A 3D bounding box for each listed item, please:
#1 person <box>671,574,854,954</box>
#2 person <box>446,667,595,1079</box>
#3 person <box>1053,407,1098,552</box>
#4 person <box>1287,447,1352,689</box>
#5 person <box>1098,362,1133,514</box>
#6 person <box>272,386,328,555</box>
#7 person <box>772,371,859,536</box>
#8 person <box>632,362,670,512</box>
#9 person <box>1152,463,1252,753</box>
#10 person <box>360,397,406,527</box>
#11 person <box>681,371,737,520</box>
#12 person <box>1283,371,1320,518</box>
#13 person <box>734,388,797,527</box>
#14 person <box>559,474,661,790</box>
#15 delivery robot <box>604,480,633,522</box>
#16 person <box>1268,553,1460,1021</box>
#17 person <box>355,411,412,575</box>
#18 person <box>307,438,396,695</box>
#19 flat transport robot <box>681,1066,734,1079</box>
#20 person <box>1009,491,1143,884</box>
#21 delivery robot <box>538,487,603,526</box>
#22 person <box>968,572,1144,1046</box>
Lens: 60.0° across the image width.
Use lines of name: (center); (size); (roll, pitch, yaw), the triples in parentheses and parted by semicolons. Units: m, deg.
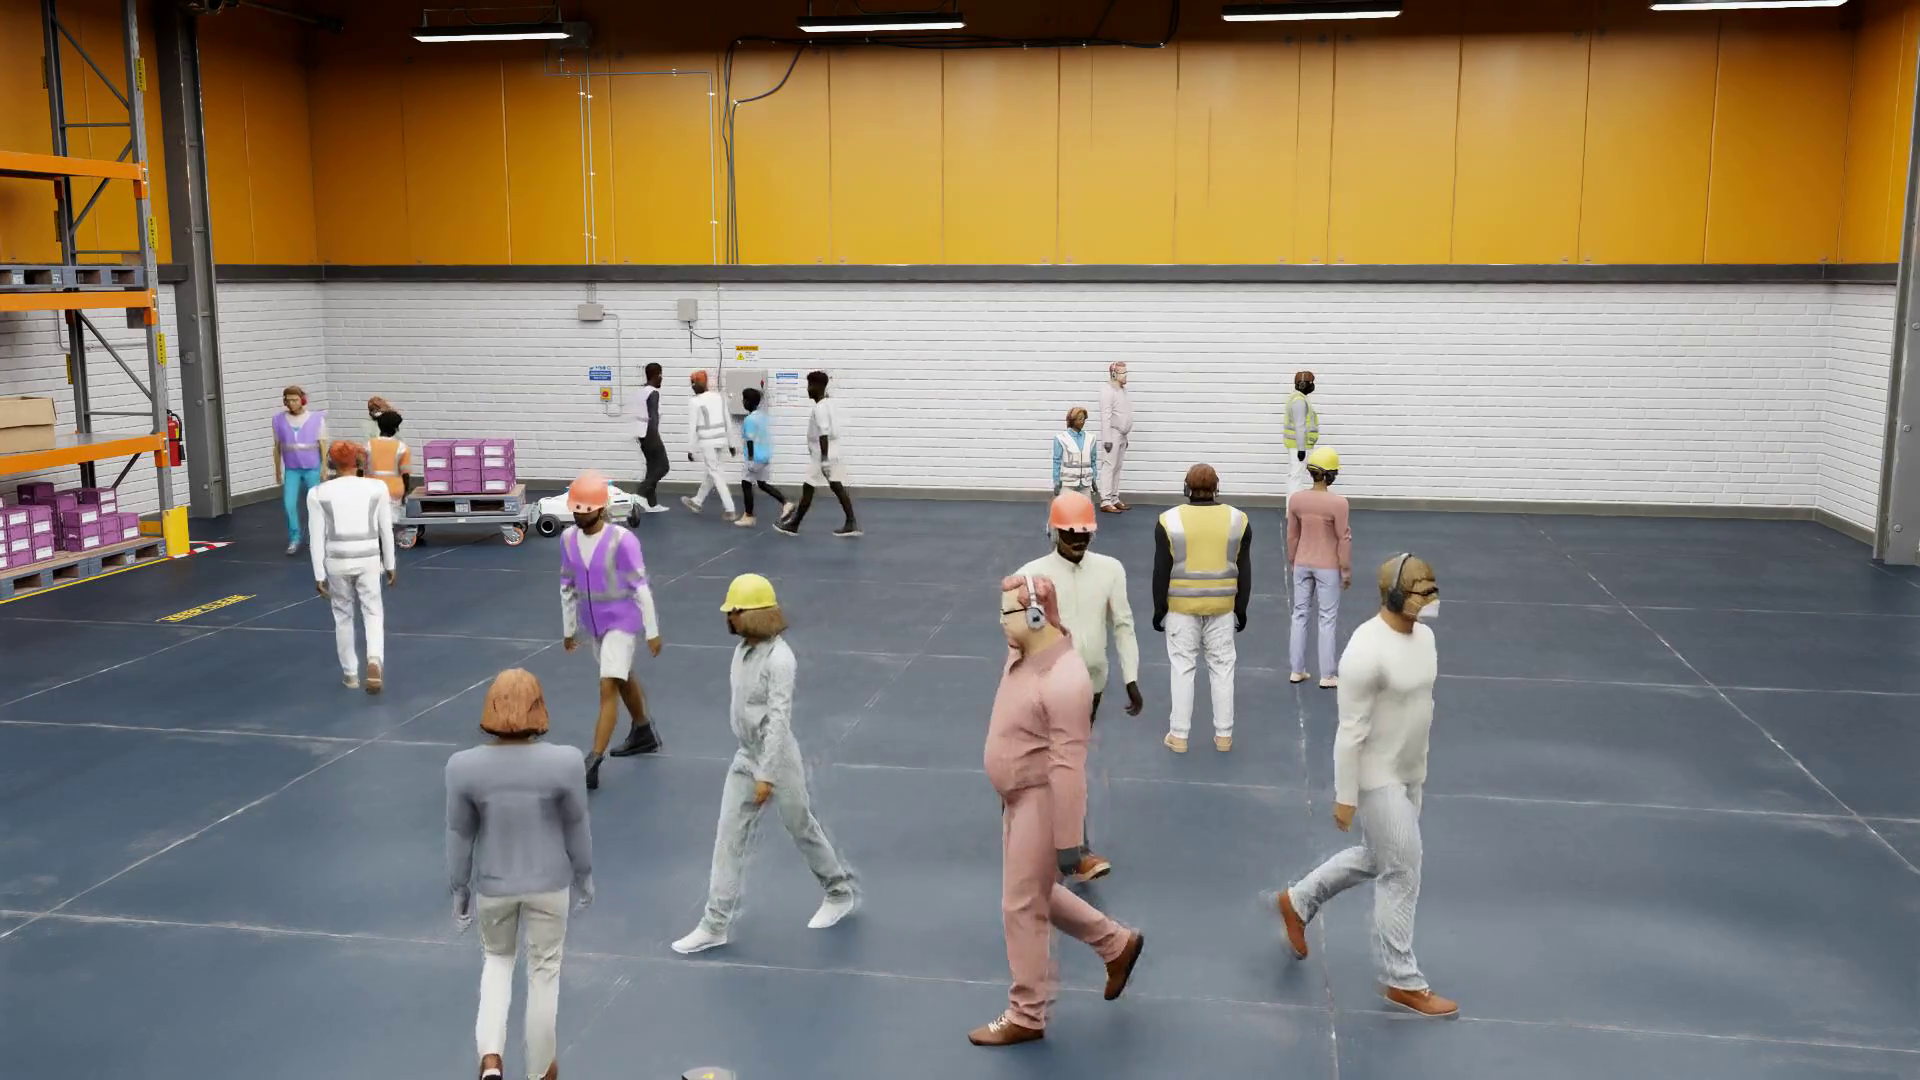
person: (-0.861, 0.985, 7.516); (0.886, 1.701, 0.501); (-8, 12, -39)
person: (-1.595, 1.260, 6.061); (0.502, 1.620, 0.379); (-1, 9, -4)
person: (1.203, -0.570, 17.352); (0.525, 1.637, 0.307); (-4, 10, -23)
person: (2.631, 0.202, 12.169); (0.525, 1.769, 0.315); (9, 13, 44)
person: (1.987, -1.300, 21.051); (0.400, 1.910, 0.643); (5, 10, 27)
person: (-7.066, -0.738, 17.836); (0.598, 1.820, 0.616); (-1, 9, -7)
person: (-1.623, -0.980, 19.061); (1.020, 1.908, 0.621); (1, 9, 9)
person: (-3.901, -1.290, 21.010); (0.429, 1.895, 0.629); (-4, 10, -25)
person: (1.519, 0.429, 10.531); (0.634, 1.839, 0.429); (-1, 9, -4)
person: (-6.680, -0.886, 19.449); (0.358, 1.594, 0.651); (8, 12, 40)
person: (-3.112, -1.163, 20.459); (1.019, 1.823, 0.636); (7, 12, 37)
person: (4.153, -1.140, 20.256); (0.429, 1.842, 0.630); (1, 9, 8)
person: (-2.334, -0.982, 19.805); (0.672, 1.666, 0.557); (3, 9, 15)
person: (-2.141, 0.512, 9.971); (0.625, 1.857, 1.065); (5, 10, 29)
delivery robot: (-4.177, -0.469, 19.782); (0.477, 0.478, 0.707); (-6, 11, -35)
person: (1.694, 0.976, 6.949); (0.867, 1.913, 0.633); (7, 12, 39)
person: (-5.724, -0.450, 16.520); (0.563, 1.661, 0.487); (-3, 10, -19)
person: (-4.345, 0.196, 11.925); (0.582, 1.862, 0.800); (-4, 10, -24)
flat transport robot: (-1.211, 2.062, 5.252); (1.431, 0.197, 0.652); (-8, 12, -40)
person: (0.609, 0.725, 8.392); (0.613, 1.934, 1.036); (-4, 10, -22)
delivery robot: (-4.484, -0.375, 19.199); (0.707, 0.478, 0.477); (-1, 9, -4)
person: (0.382, 1.046, 6.574); (0.669, 1.879, 0.651); (-1, 9, -9)
